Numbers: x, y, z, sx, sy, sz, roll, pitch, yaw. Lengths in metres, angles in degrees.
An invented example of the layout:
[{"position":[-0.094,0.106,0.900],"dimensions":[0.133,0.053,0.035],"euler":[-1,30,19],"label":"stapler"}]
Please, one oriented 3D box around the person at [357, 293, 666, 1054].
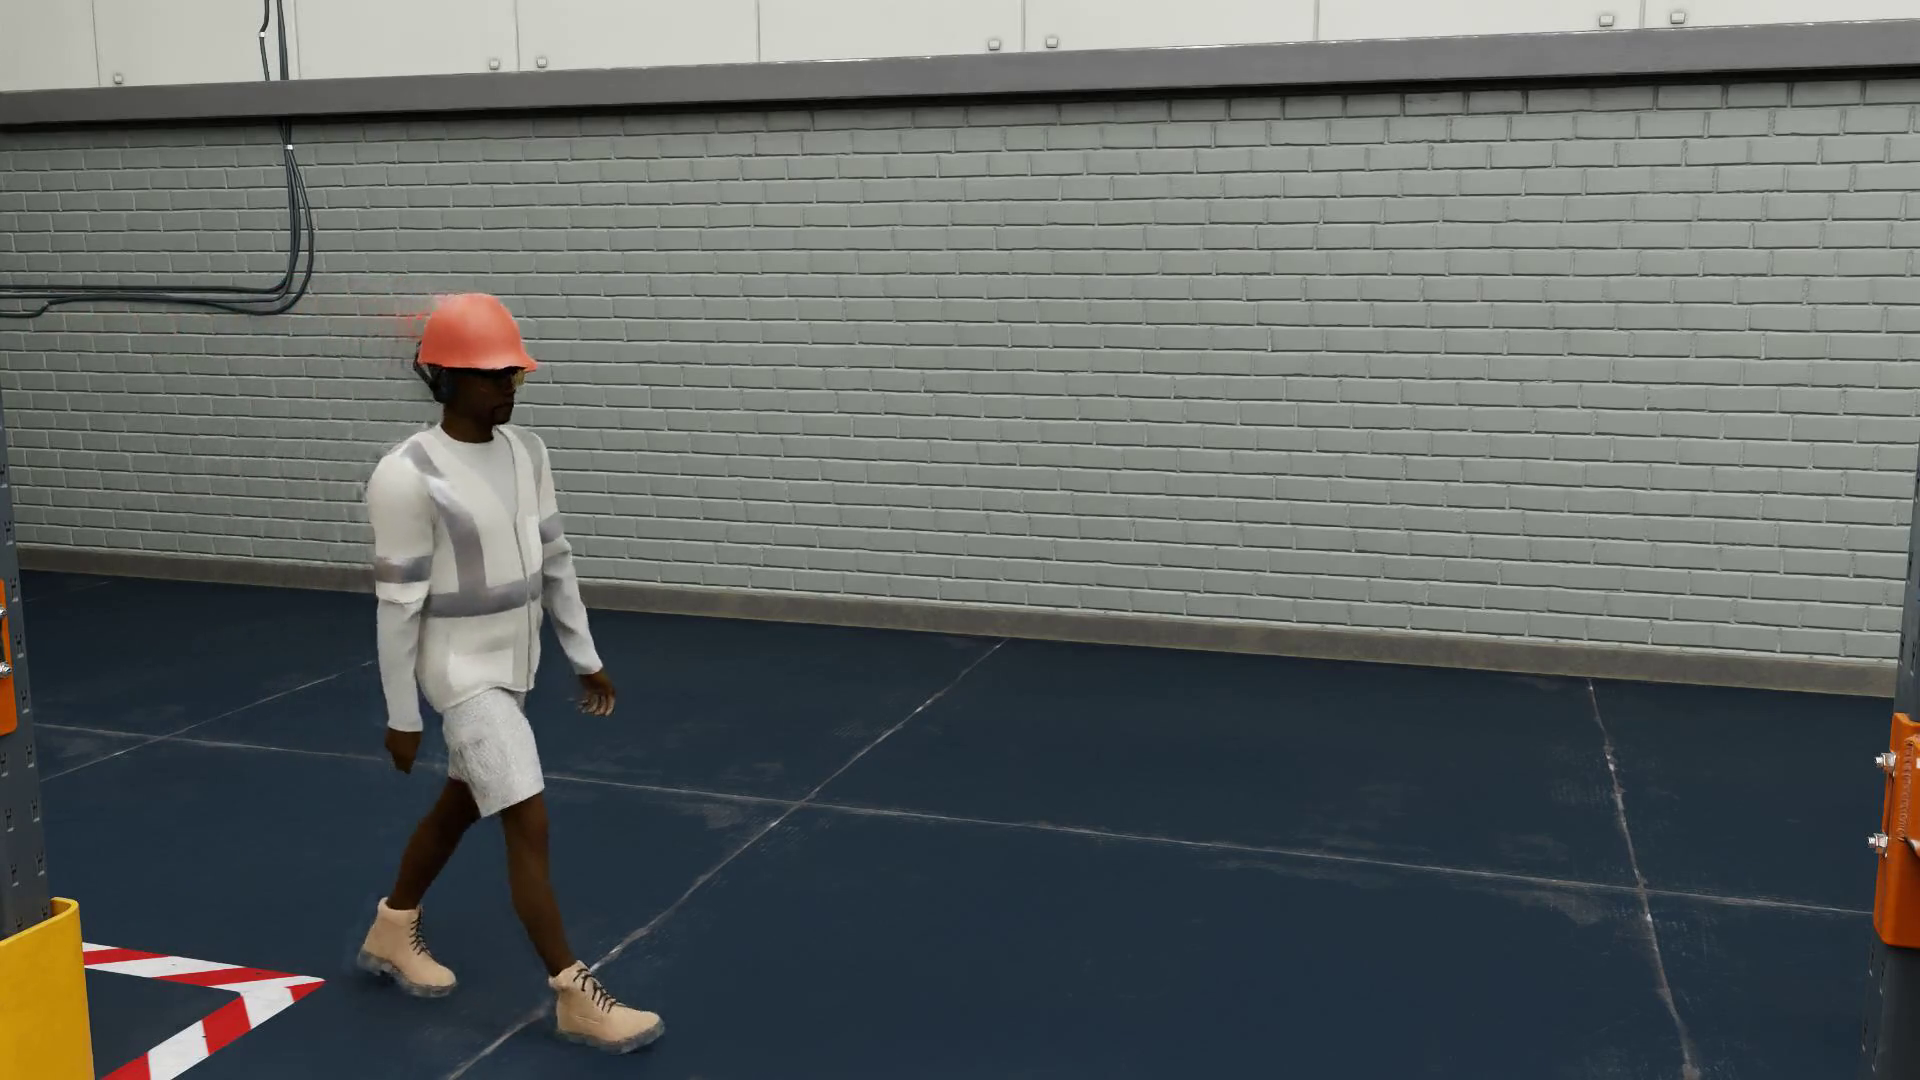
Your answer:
[{"position":[-1.292,0.341,4.468],"dimensions":[1.040,1.999,0.633],"euler":[3,10,18],"label":"person"}]
